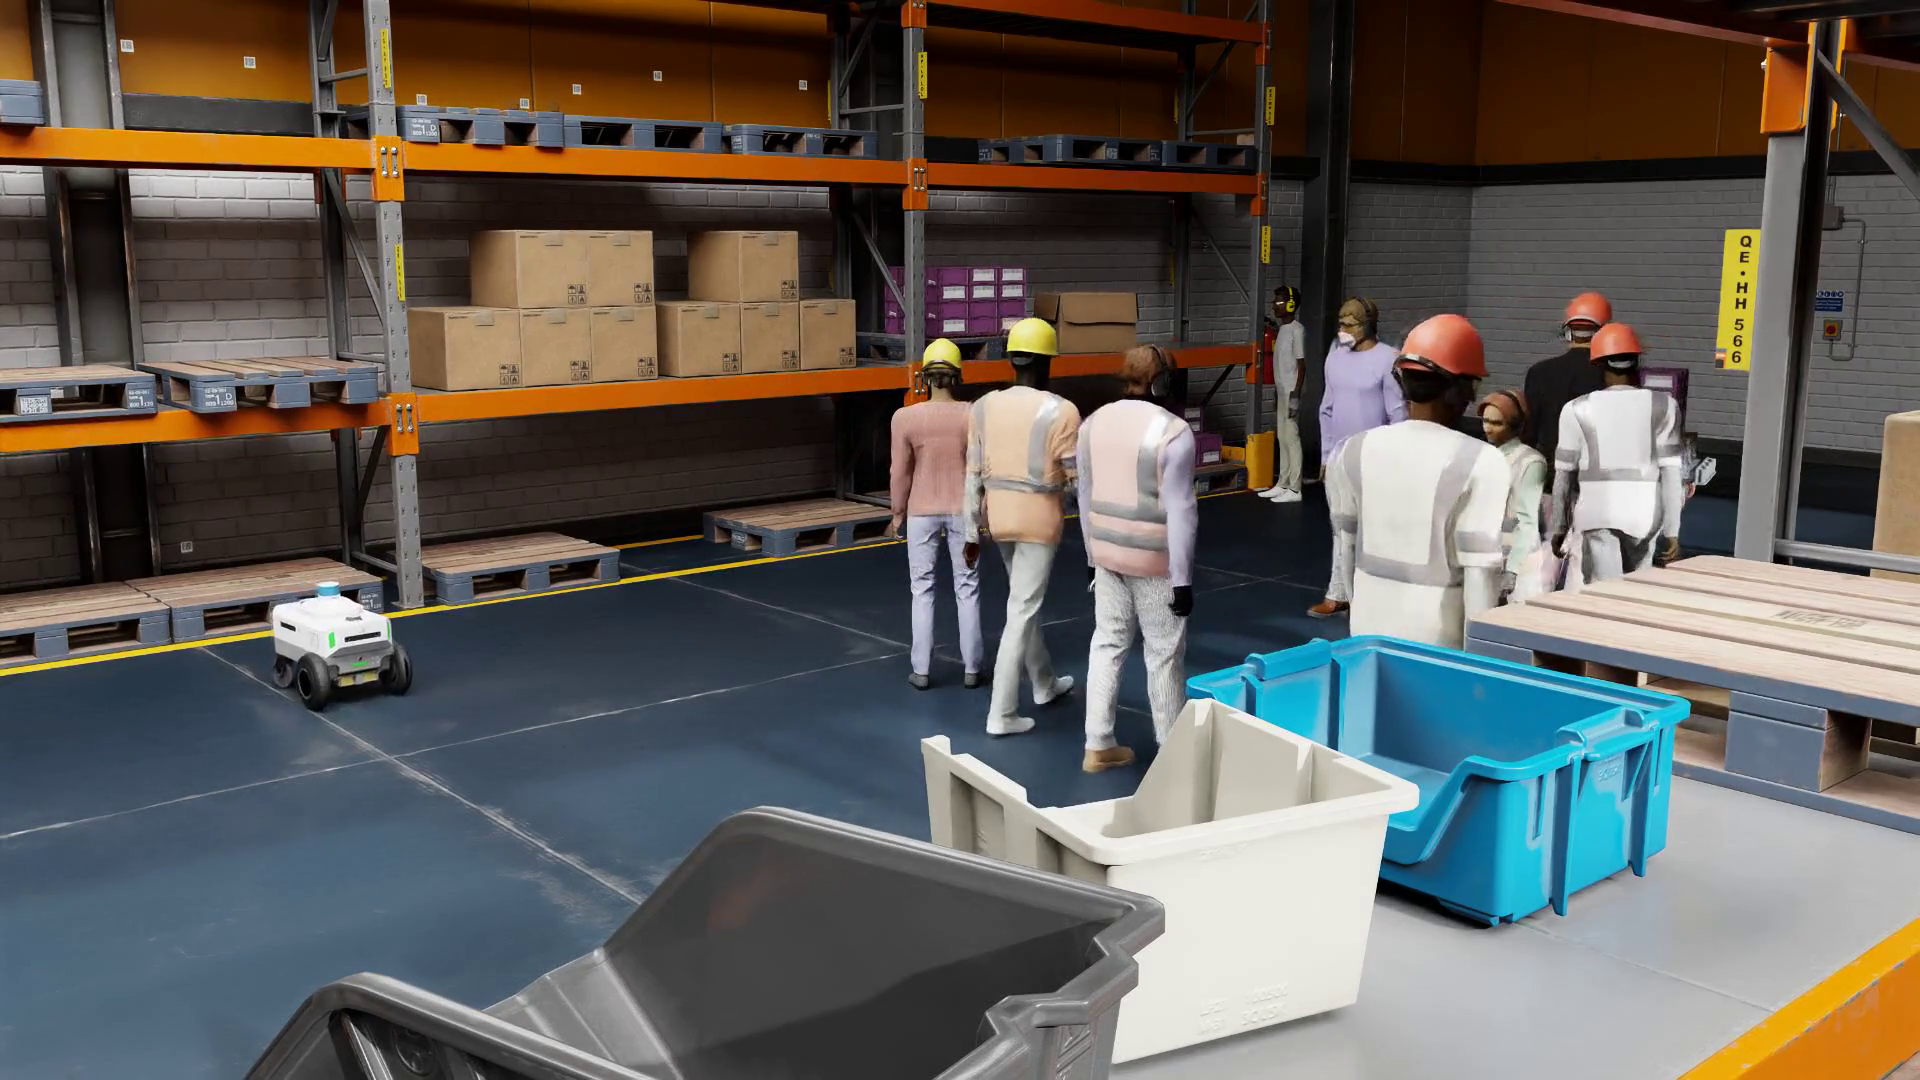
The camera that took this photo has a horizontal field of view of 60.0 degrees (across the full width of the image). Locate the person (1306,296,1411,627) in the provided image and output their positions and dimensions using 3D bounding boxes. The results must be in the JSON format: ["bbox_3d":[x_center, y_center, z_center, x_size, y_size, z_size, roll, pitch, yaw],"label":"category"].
[{"bbox_3d":[2.340,-0.452,9.731,0.371,1.931,0.629,-6,12,-32],"label":"person"}]

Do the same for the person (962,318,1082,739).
[{"bbox_3d":[0.385,-0.070,7.689,0.599,1.885,0.898,9,14,42],"label":"person"}]

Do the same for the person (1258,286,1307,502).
[{"bbox_3d":[2.825,-1.257,14.407,0.336,1.873,0.521,-1,10,-6],"label":"person"}]

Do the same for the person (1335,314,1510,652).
[{"bbox_3d":[1.531,0.291,5.341,0.954,2.004,0.633,-9,13,-41],"label":"person"}]

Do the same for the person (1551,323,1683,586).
[{"bbox_3d":[3.123,-0.093,7.950,0.548,1.846,1.063,2,10,13],"label":"person"}]

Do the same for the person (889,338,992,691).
[{"bbox_3d":[-0.087,-0.124,8.358,0.533,1.765,0.329,-1,10,-3],"label":"person"}]

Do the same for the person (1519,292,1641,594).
[{"bbox_3d":[3.319,-0.325,8.903,0.625,1.975,0.462,9,14,41],"label":"person"}]

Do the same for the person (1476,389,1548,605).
[{"bbox_3d":[2.505,0.108,7.543,0.809,1.599,0.519,-4,11,-19],"label":"person"}]

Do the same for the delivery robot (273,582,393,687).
[{"bbox_3d":[-3.120,0.452,8.257,0.477,0.478,0.707,-10,14,-44],"label":"delivery robot"}]

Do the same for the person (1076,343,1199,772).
[{"bbox_3d":[0.775,0.087,7.018,0.472,1.841,0.640,-9,13,-41],"label":"person"}]

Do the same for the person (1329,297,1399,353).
[{"bbox_3d":[3.441,-1.182,14.234,0.610,1.794,0.872,2,10,13],"label":"person"}]
